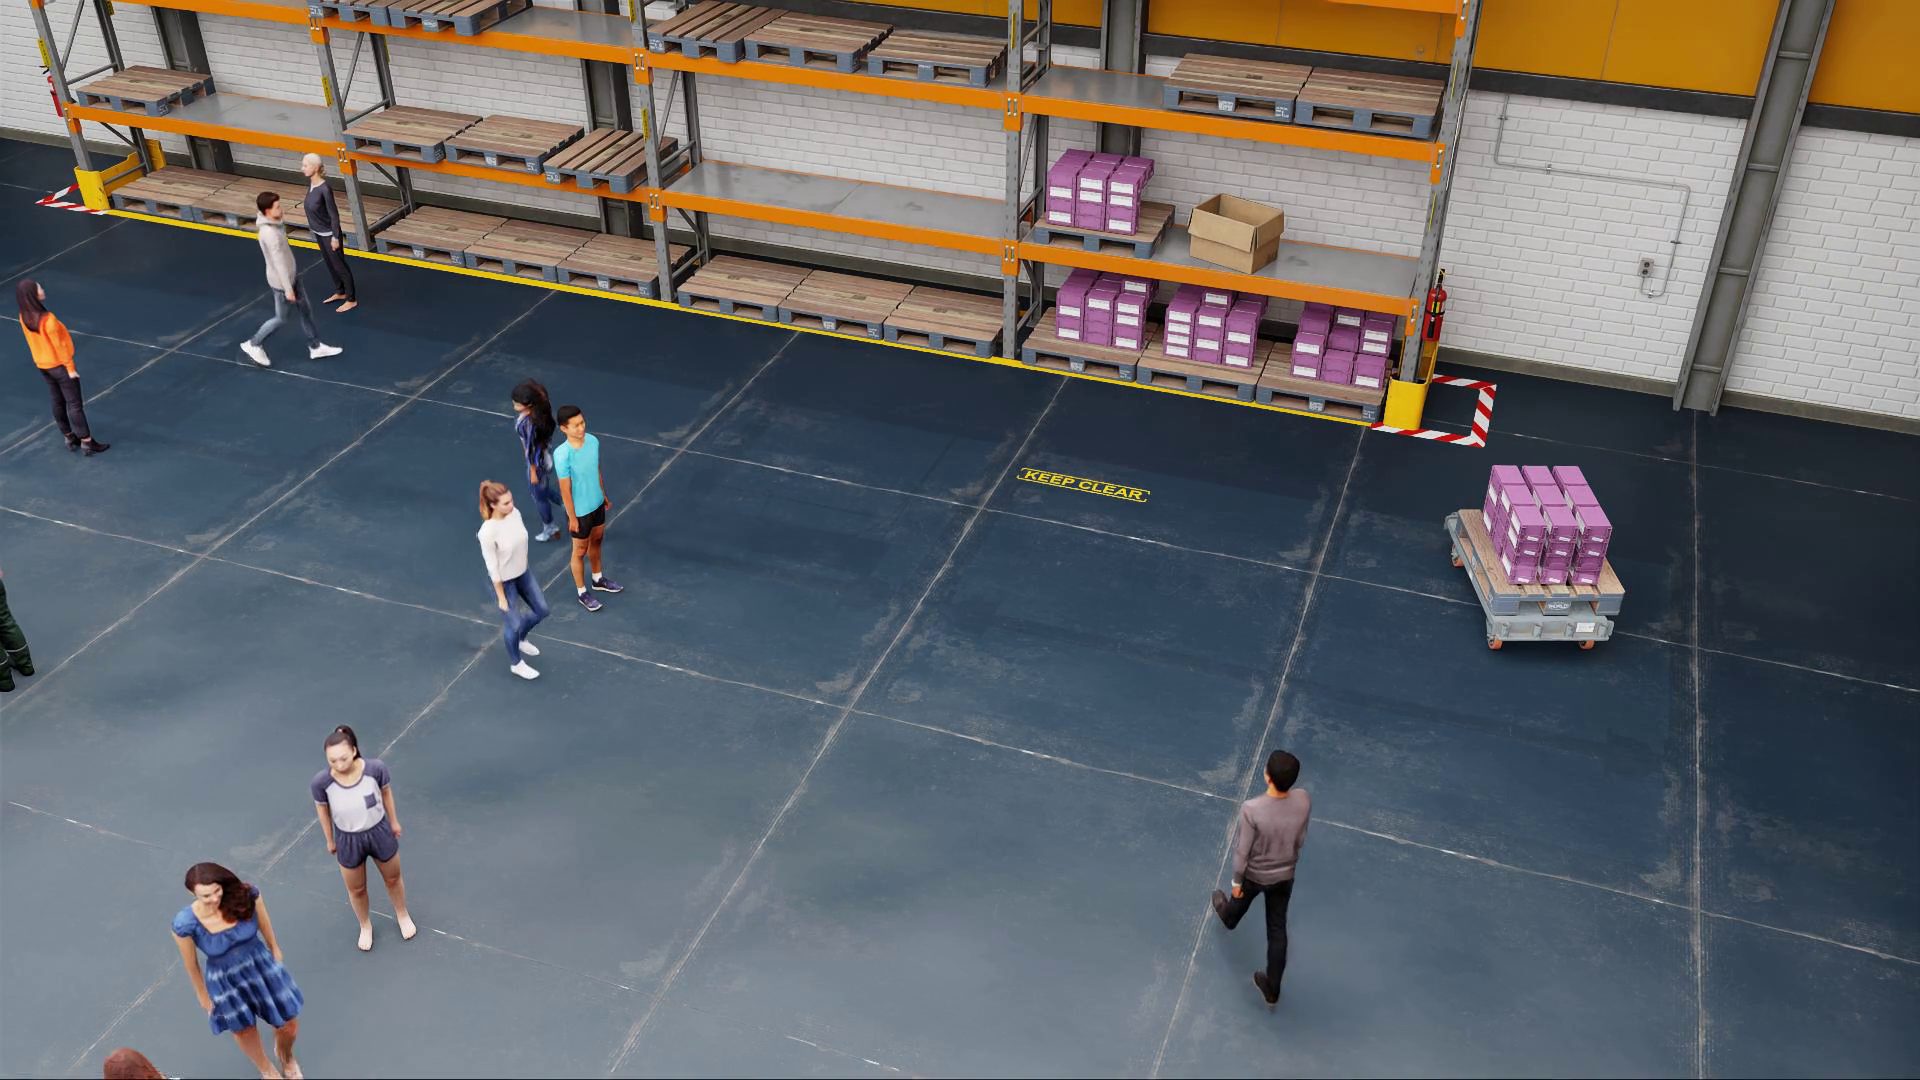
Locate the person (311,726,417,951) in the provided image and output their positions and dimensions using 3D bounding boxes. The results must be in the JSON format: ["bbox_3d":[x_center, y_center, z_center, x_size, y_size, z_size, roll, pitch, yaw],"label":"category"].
[{"bbox_3d":[-3.659,1.822,10.207,0.655,1.649,0.722,-13,36,-19],"label":"person"}]

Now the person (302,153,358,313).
[{"bbox_3d":[-6.802,-3.332,17.892,0.745,1.726,0.612,-28,42,-35],"label":"person"}]

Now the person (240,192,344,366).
[{"bbox_3d":[-6.893,-2.591,16.690,1.276,1.823,1.122,-8,34,-12],"label":"person"}]

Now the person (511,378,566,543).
[{"bbox_3d":[-3.454,-0.648,13.962,0.820,1.606,0.768,-2,34,-3],"label":"person"}]

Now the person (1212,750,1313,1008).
[{"bbox_3d":[1.851,2.023,9.831,1.148,1.731,1.108,20,38,27],"label":"person"}]

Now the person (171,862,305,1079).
[{"bbox_3d":[-3.988,2.407,9.196,0.813,1.794,0.866,-24,41,-32],"label":"person"}]

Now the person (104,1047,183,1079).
[{"bbox_3d":[-3.823,3.161,8.172,0.979,1.671,0.763,23,40,30],"label":"person"}]

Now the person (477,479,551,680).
[{"bbox_3d":[-3.439,0.290,12.453,0.668,1.714,0.649,15,36,21],"label":"person"}]

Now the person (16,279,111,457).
[{"bbox_3d":[-8.290,-1.586,15.244,0.552,1.749,0.718,19,38,26],"label":"person"}]

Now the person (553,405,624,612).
[{"bbox_3d":[-3.008,-0.282,13.257,0.557,1.776,0.635,16,37,22],"label":"person"}]
